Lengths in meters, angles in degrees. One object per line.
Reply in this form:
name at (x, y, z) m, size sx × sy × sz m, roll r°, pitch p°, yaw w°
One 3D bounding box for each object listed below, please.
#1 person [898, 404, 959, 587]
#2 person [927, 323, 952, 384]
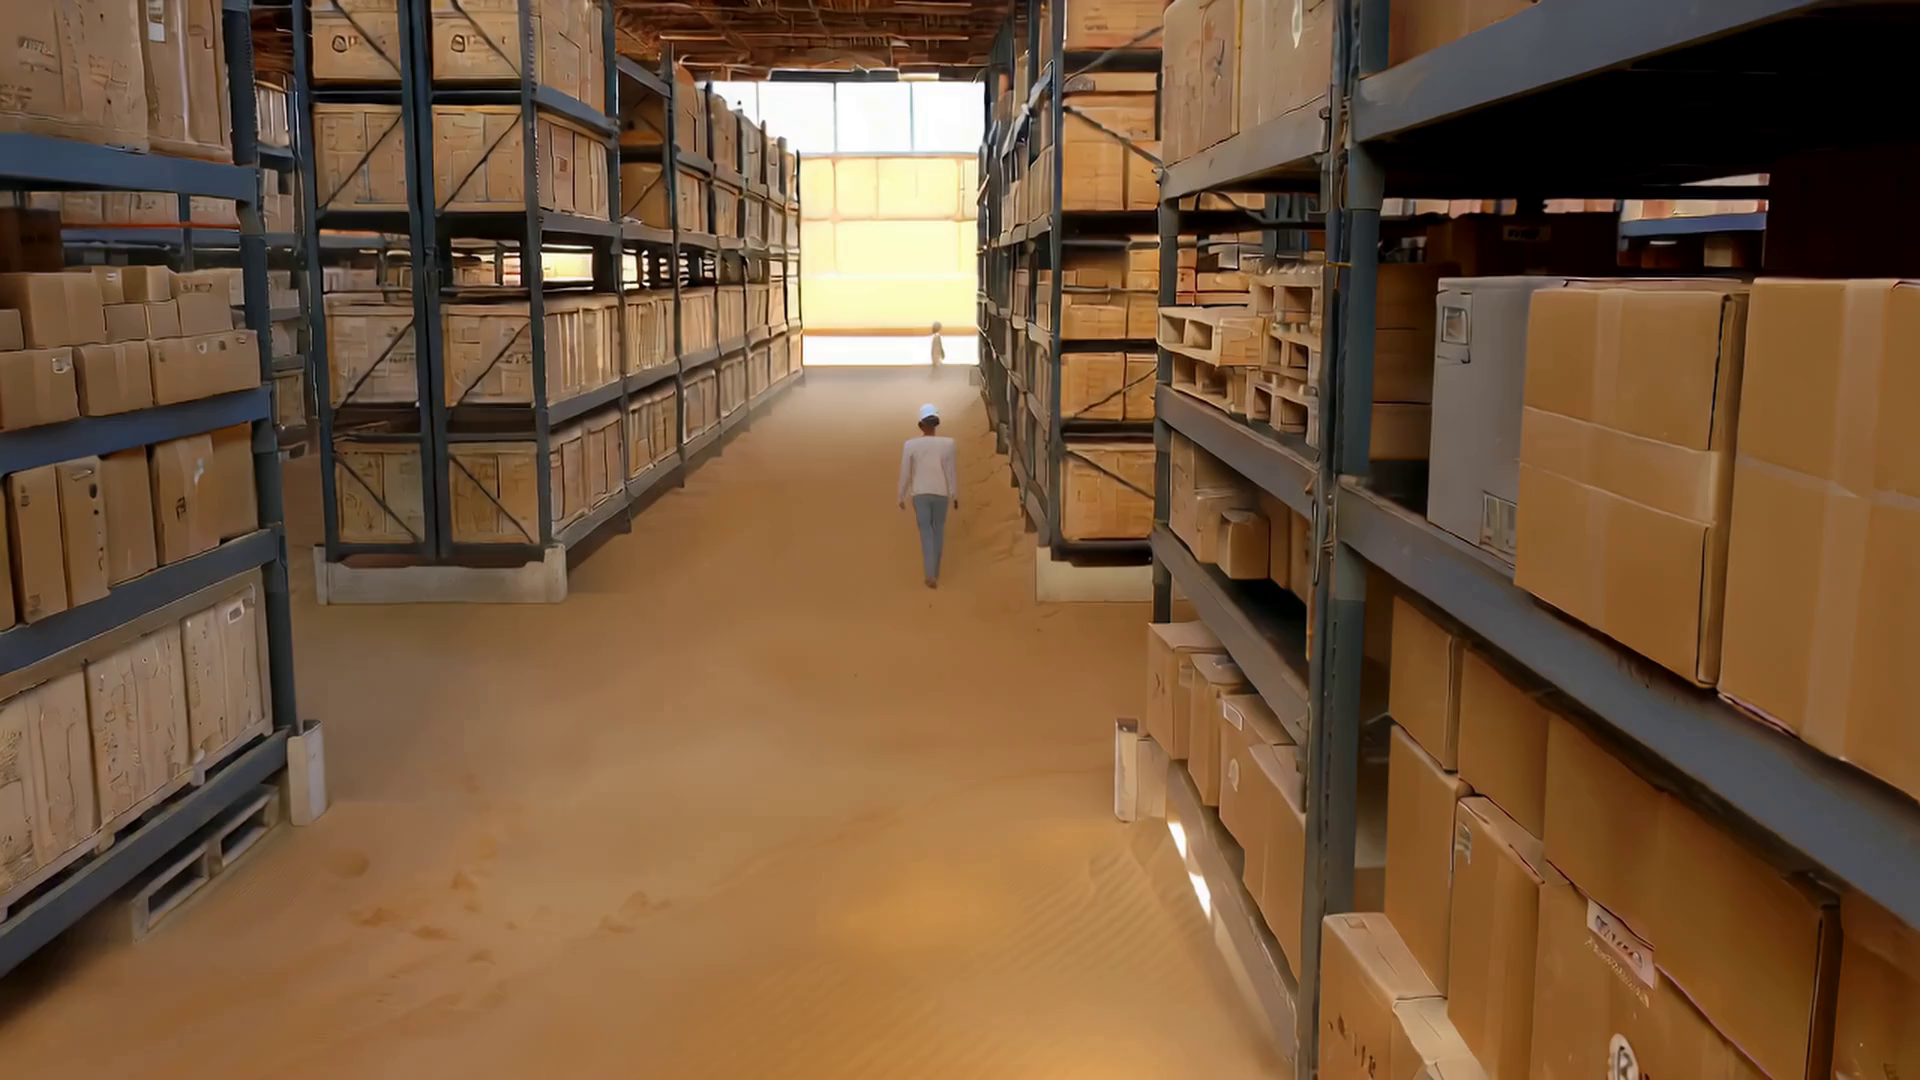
person at (-0.328, -0.445, 16.072) m, size 0.557 × 1.726 × 0.840 m, roll -2°, pitch 10°, yaw -14°
person at (-0.520, -4.909, 43.828) m, size 0.766 × 1.606 × 0.534 m, roll -1°, pitch 9°, yaw -5°
